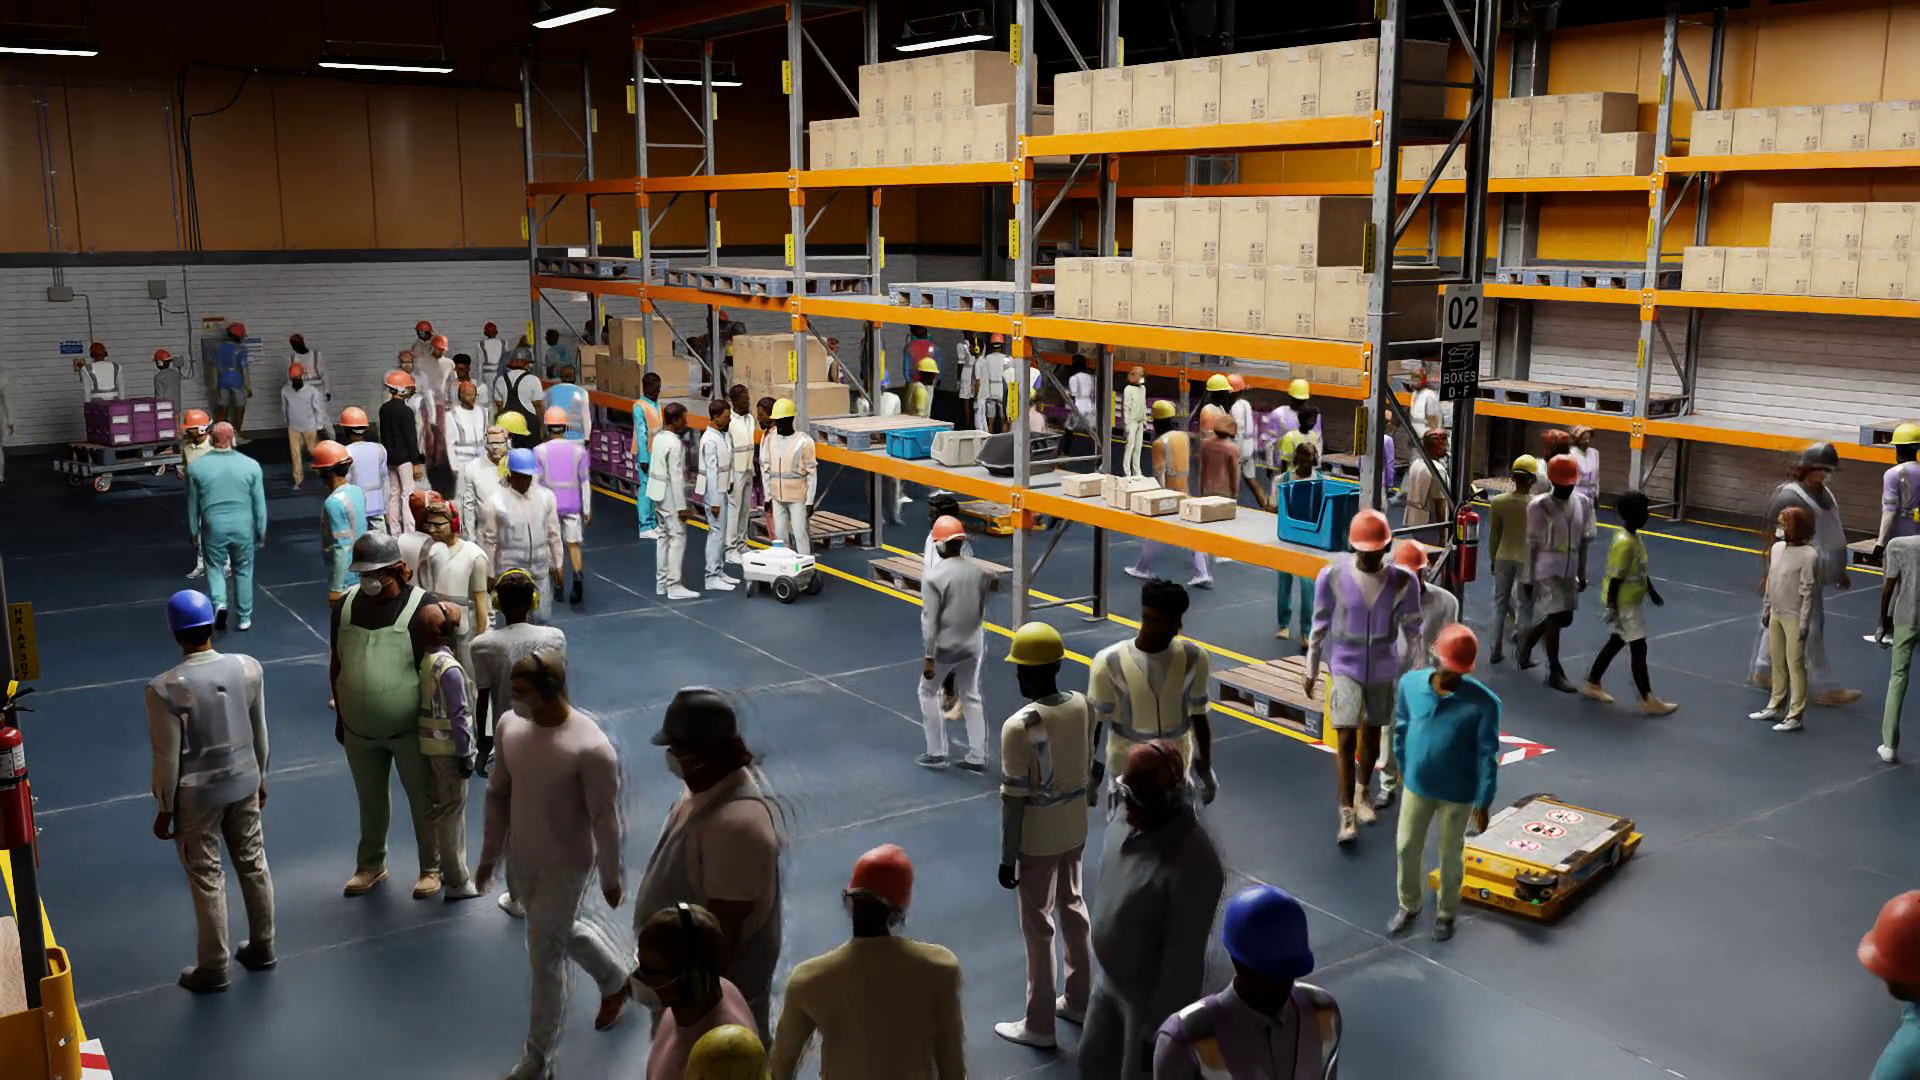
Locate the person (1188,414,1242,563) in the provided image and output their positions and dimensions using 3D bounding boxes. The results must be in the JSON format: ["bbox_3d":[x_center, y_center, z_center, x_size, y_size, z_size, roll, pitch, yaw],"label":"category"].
[{"bbox_3d":[2.706,-0.526,17.626,0.525,1.617,0.523,9,15,40],"label":"person"}]

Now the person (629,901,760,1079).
[{"bbox_3d":[-0.677,1.885,4.502,0.373,1.932,0.626,-2,11,-12],"label":"person"}]

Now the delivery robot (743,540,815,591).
[{"bbox_3d":[-1.763,0.245,16.174,0.707,0.478,0.477,7,13,31],"label":"delivery robot"}]

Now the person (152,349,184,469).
[{"bbox_3d":[-11.636,-1.921,24.418,0.324,1.752,0.562,1,11,6],"label":"person"}]

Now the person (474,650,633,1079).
[{"bbox_3d":[-1.743,1.378,7.207,0.625,1.893,1.019,7,13,34],"label":"person"}]

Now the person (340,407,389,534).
[{"bbox_3d":[-5.584,-0.274,15.515,0.368,1.939,0.542,8,14,36],"label":"person"}]

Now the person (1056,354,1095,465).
[{"bbox_3d":[1.832,-1.936,24.741,0.857,1.661,0.540,10,15,41],"label":"person"}]

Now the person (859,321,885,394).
[{"bbox_3d":[-1.612,-3.068,30.122,0.403,1.824,0.591,-10,15,-41],"label":"person"}]

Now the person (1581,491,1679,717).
[{"bbox_3d":[5.042,0.462,12.449,0.683,1.654,0.544,5,12,23],"label":"person"}]

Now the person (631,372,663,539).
[{"bbox_3d":[-3.585,-0.979,19.192,0.392,1.914,0.589,1,11,7],"label":"person"}]

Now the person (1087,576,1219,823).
[{"bbox_3d":[0.945,1.124,8.346,0.693,1.945,0.430,-2,11,-8],"label":"person"}]

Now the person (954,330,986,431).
[{"bbox_3d":[0.159,-2.725,27.990,0.613,1.963,0.361,-9,14,-40],"label":"person"}]

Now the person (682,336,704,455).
[{"bbox_3d":[-4.157,-2.242,25.850,0.340,1.839,0.506,7,13,33],"label":"person"}]

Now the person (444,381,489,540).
[{"bbox_3d":[-5.493,-0.863,18.784,0.978,1.832,0.608,10,15,42],"label":"person"}]

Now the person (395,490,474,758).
[{"bbox_3d":[-3.582,0.596,11.214,0.575,1.881,0.356,8,14,37],"label":"person"}]

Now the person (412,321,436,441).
[{"bbox_3d":[-8.802,-2.610,27.357,0.408,1.986,0.613,-2,11,-8],"label":"person"}]

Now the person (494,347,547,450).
[{"bbox_3d":[-5.615,-1.495,21.502,0.674,2.000,0.535,4,12,18],"label":"person"}]

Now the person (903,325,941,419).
[{"bbox_3d":[-0.639,-2.790,28.714,0.638,1.822,0.661,1,11,6],"label":"person"}]

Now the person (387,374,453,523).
[{"bbox_3d":[-6.630,-1.113,20.178,0.963,1.789,0.658,-6,12,-27],"label":"person"}]

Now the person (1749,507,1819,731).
[{"bbox_3d":[5.986,0.563,12.036,0.277,1.629,0.505,-1,11,-7],"label":"person"}]

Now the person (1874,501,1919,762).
[{"bbox_3d":[6.494,0.596,11.245,0.532,1.868,0.310,7,13,31],"label":"person"}]

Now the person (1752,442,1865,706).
[{"bbox_3d":[6.572,0.225,12.698,0.692,2.000,0.970,-10,15,-43],"label":"person"}]

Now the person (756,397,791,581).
[{"bbox_3d":[-1.849,-0.486,16.693,0.411,1.906,0.603,-4,12,-19],"label":"person"}]

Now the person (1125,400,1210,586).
[{"bbox_3d":[2.119,-0.469,16.709,0.596,1.871,1.032,-10,15,-40],"label":"person"}]

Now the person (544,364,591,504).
[{"bbox_3d":[-4.992,-1.338,21.254,0.640,1.819,0.481,2,11,12],"label":"person"}]

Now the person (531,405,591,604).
[{"bbox_3d":[-3.778,-0.312,15.782,0.554,1.914,0.731,-4,12,-21],"label":"person"}]

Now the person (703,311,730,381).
[{"bbox_3d":[-4.172,-2.987,29.152,0.605,2.037,0.394,0,11,-1],"label":"person"}]

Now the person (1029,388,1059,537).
[{"bbox_3d":[0.828,-0.901,19.208,0.487,1.752,0.539,8,13,35],"label":"person"}]

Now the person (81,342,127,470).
[{"bbox_3d":[-12.386,-1.921,24.087,0.361,1.884,0.574,10,15,43],"label":"person"}]

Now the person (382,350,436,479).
[{"bbox_3d":[-7.601,-1.666,22.792,0.801,1.885,0.528,-4,12,-19],"label":"person"}]

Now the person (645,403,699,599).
[{"bbox_3d":[-2.825,-0.384,16.169,0.429,1.907,0.609,-5,12,-26],"label":"person"}]

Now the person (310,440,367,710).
[{"bbox_3d":[-4.640,0.264,12.501,0.388,2.039,0.613,-1,11,-4],"label":"person"}]

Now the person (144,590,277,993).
[{"bbox_3d":[-3.597,1.195,7.985,0.405,1.941,0.608,7,13,31],"label":"person"}]

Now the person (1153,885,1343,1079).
[{"bbox_3d":[0.798,1.860,4.570,0.618,1.945,0.395,-6,12,-27],"label":"person"}]

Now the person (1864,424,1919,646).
[{"bbox_3d":[8.122,-0.041,14.362,0.593,1.922,0.383,-5,12,-24],"label":"person"}]

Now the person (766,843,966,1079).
[{"bbox_3d":[-0.293,1.833,5.314,0.637,1.711,0.724,-4,12,-18],"label":"person"}]

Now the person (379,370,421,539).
[{"bbox_3d":[-6.202,-0.888,18.516,0.612,1.995,0.382,9,14,38],"label":"person"}]

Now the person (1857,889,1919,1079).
[{"bbox_3d":[2.672,1.868,4.570,0.655,1.946,0.641,-9,14,-38],"label":"person"}]

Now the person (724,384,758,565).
[{"bbox_3d":[-2.369,-0.711,17.802,0.378,1.917,0.598,4,12,21],"label":"person"}]

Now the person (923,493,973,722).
[{"bbox_3d":[-0.095,0.489,12.253,0.321,1.689,0.530,-7,13,-33],"label":"person"}]

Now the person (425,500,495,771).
[{"bbox_3d":[-3.379,0.629,11.173,0.562,1.835,0.385,6,12,26],"label":"person"}]

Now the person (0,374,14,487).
[{"bbox_3d":[-13.133,-1.590,22.388,0.794,1.887,0.636,8,14,35],"label":"person"}]

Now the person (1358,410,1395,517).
[{"bbox_3d":[4.490,-0.597,17.940,0.310,1.638,0.522,-5,12,-25],"label":"person"}]

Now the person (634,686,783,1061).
[{"bbox_3d":[-1.029,1.512,6.112,0.804,2.000,0.704,-3,12,-17],"label":"person"}]

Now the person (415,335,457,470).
[{"bbox_3d":[-7.637,-2.004,24.300,0.644,1.962,0.675,-4,12,-21],"label":"person"}]

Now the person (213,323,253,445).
[{"bbox_3d":[-11.764,-2.492,26.764,0.750,1.995,0.480,3,12,16],"label":"person"}]

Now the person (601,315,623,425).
[{"bbox_3d":[-6.261,-3.022,29.535,0.606,1.957,0.369,10,15,41],"label":"person"}]
